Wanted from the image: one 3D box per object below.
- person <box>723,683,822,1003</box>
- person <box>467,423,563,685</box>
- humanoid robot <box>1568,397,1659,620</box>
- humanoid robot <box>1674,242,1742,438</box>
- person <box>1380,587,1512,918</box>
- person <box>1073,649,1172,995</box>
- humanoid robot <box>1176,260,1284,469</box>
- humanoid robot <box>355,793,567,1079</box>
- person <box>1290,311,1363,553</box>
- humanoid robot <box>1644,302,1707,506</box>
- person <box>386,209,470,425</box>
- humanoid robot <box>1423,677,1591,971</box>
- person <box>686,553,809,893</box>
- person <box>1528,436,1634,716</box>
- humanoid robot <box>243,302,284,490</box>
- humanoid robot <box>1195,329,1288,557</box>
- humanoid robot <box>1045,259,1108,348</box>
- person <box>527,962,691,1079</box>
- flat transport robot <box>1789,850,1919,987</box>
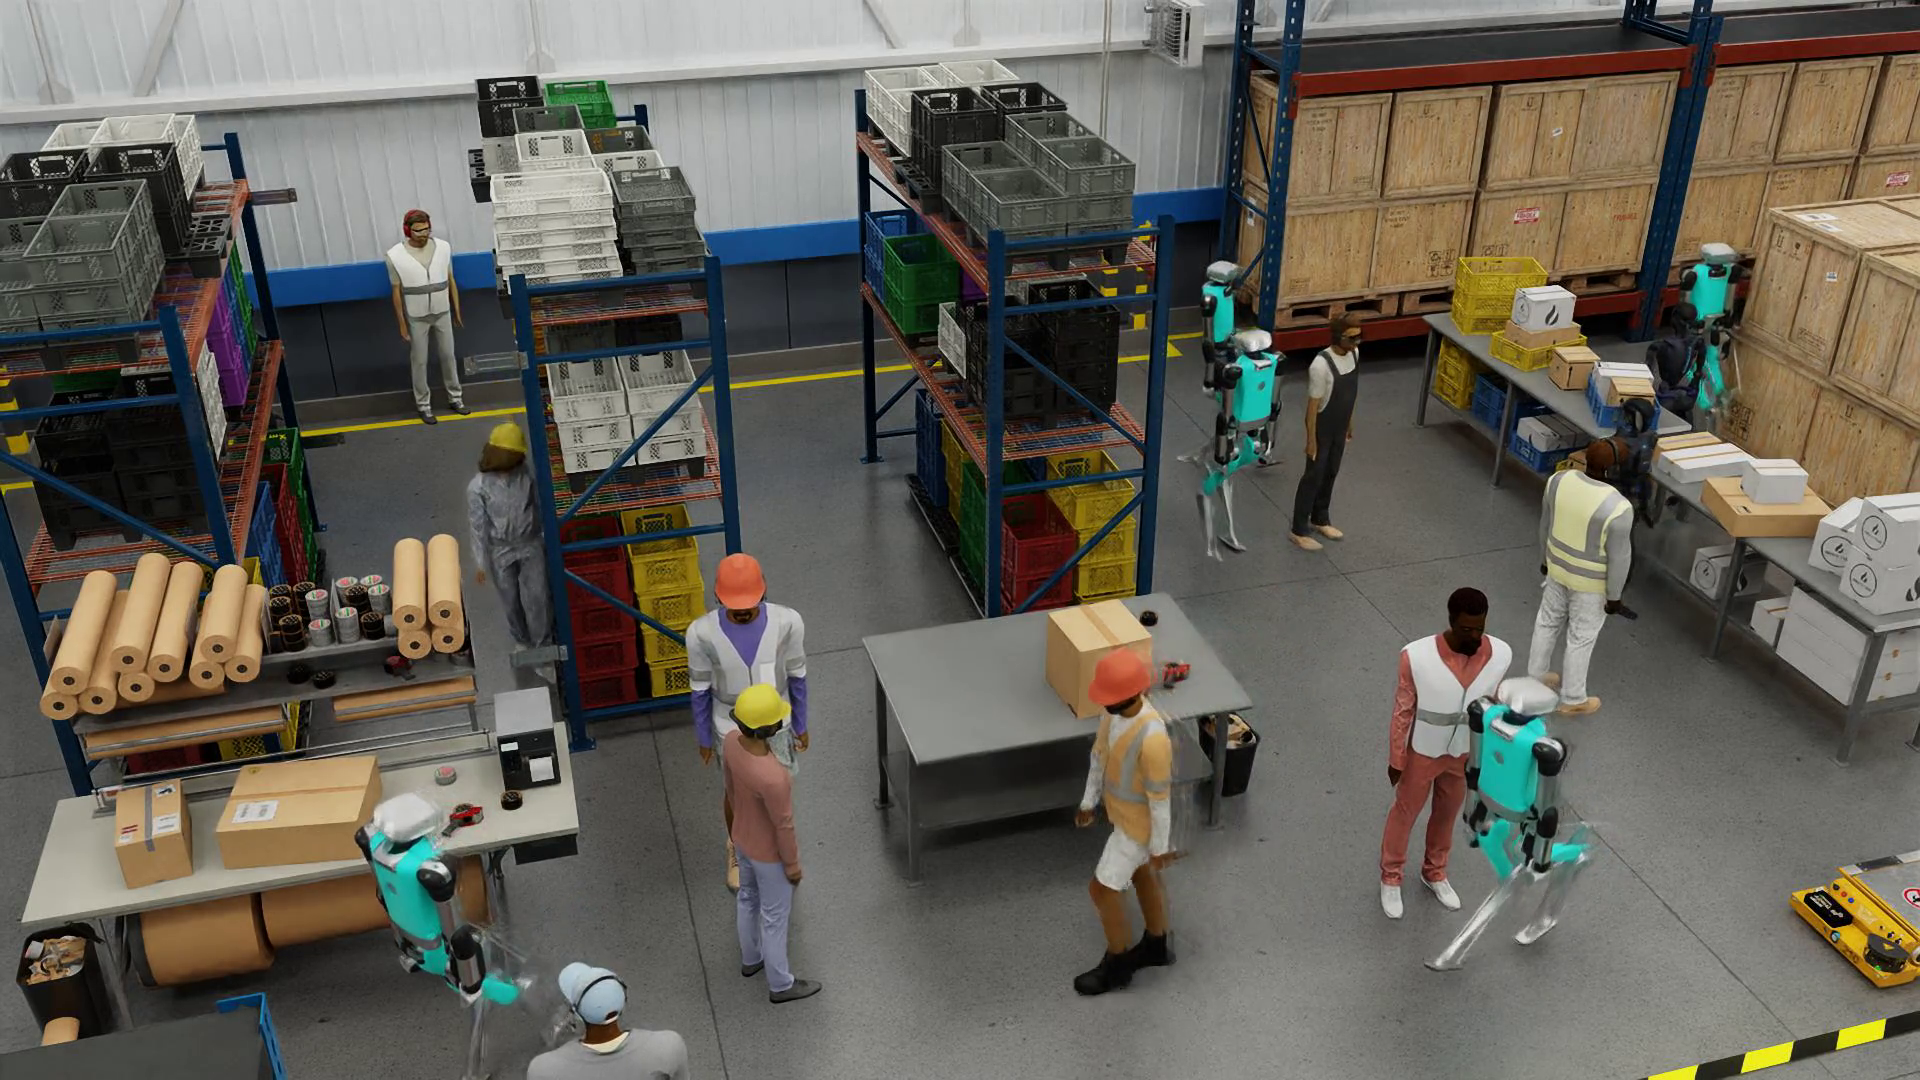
[{"bbox_3d":[-0.925,1.444,7.978,0.311,1.768,0.522,-20,35,-32],"label":"person"},{"bbox_3d":[-2.815,0.092,10.508,0.532,1.712,0.634,-14,32,-24],"label":"person"},{"bbox_3d":[4.363,-0.207,11.084,0.602,1.636,0.431,-17,33,-28],"label":"humanoid robot"},{"bbox_3d":[6.044,-1.383,13.198,0.551,1.808,0.906,-8,30,-14],"label":"humanoid robot"},{"bbox_3d":[2.461,1.069,8.503,0.587,1.920,0.393,-5,29,-9],"label":"person"},{"bbox_3d":[0.759,1.331,8.045,0.683,1.895,0.541,-5,29,-9],"label":"person"},{"bbox_3d":[2.246,-1.278,13.031,1.033,1.779,0.538,14,32,24],"label":"humanoid robot"},{"bbox_3d":[-2.152,1.795,7.467,0.548,1.873,0.828,18,34,30],"label":"humanoid robot"},{"bbox_3d":[2.656,-0.789,11.972,0.505,1.837,0.340,-25,38,-38],"label":"person"},{"bbox_3d":[5.304,-0.957,12.451,0.610,1.644,0.467,-9,30,-15],"label":"humanoid robot"},{"bbox_3d":[-4.471,-1.894,13.984,0.562,1.836,0.387,-22,35,-34],"label":"person"},{"bbox_3d":[2.783,1.387,8.135,1.047,1.747,0.548,-16,33,-27],"label":"humanoid robot"},{"bbox_3d":[-1.072,0.958,8.596,0.598,2.035,0.397,-6,29,-11],"label":"person"},{"bbox_3d":[3.795,0.213,10.139,0.429,1.842,0.632,-15,32,-25],"label":"person"},{"bbox_3d":[-5.343,-1.057,12.609,0.315,1.654,0.599,-16,33,-27],"label":"humanoid robot"},{"bbox_3d":[1.927,-0.704,11.938,0.539,1.821,0.662,-16,32,-26],"label":"humanoid robot"},{"bbox_3d":[1.055,-2.174,14.608,0.808,1.795,0.543,-12,31,-20],"label":"humanoid robot"},{"bbox_3d":[-1.279,2.322,6.291,0.595,1.852,0.369,-9,30,-15],"label":"person"},{"bbox_3d":[5.163,1.916,8.676,1.431,0.231,0.659,-8,30,-14],"label":"flat transport robot"}]
